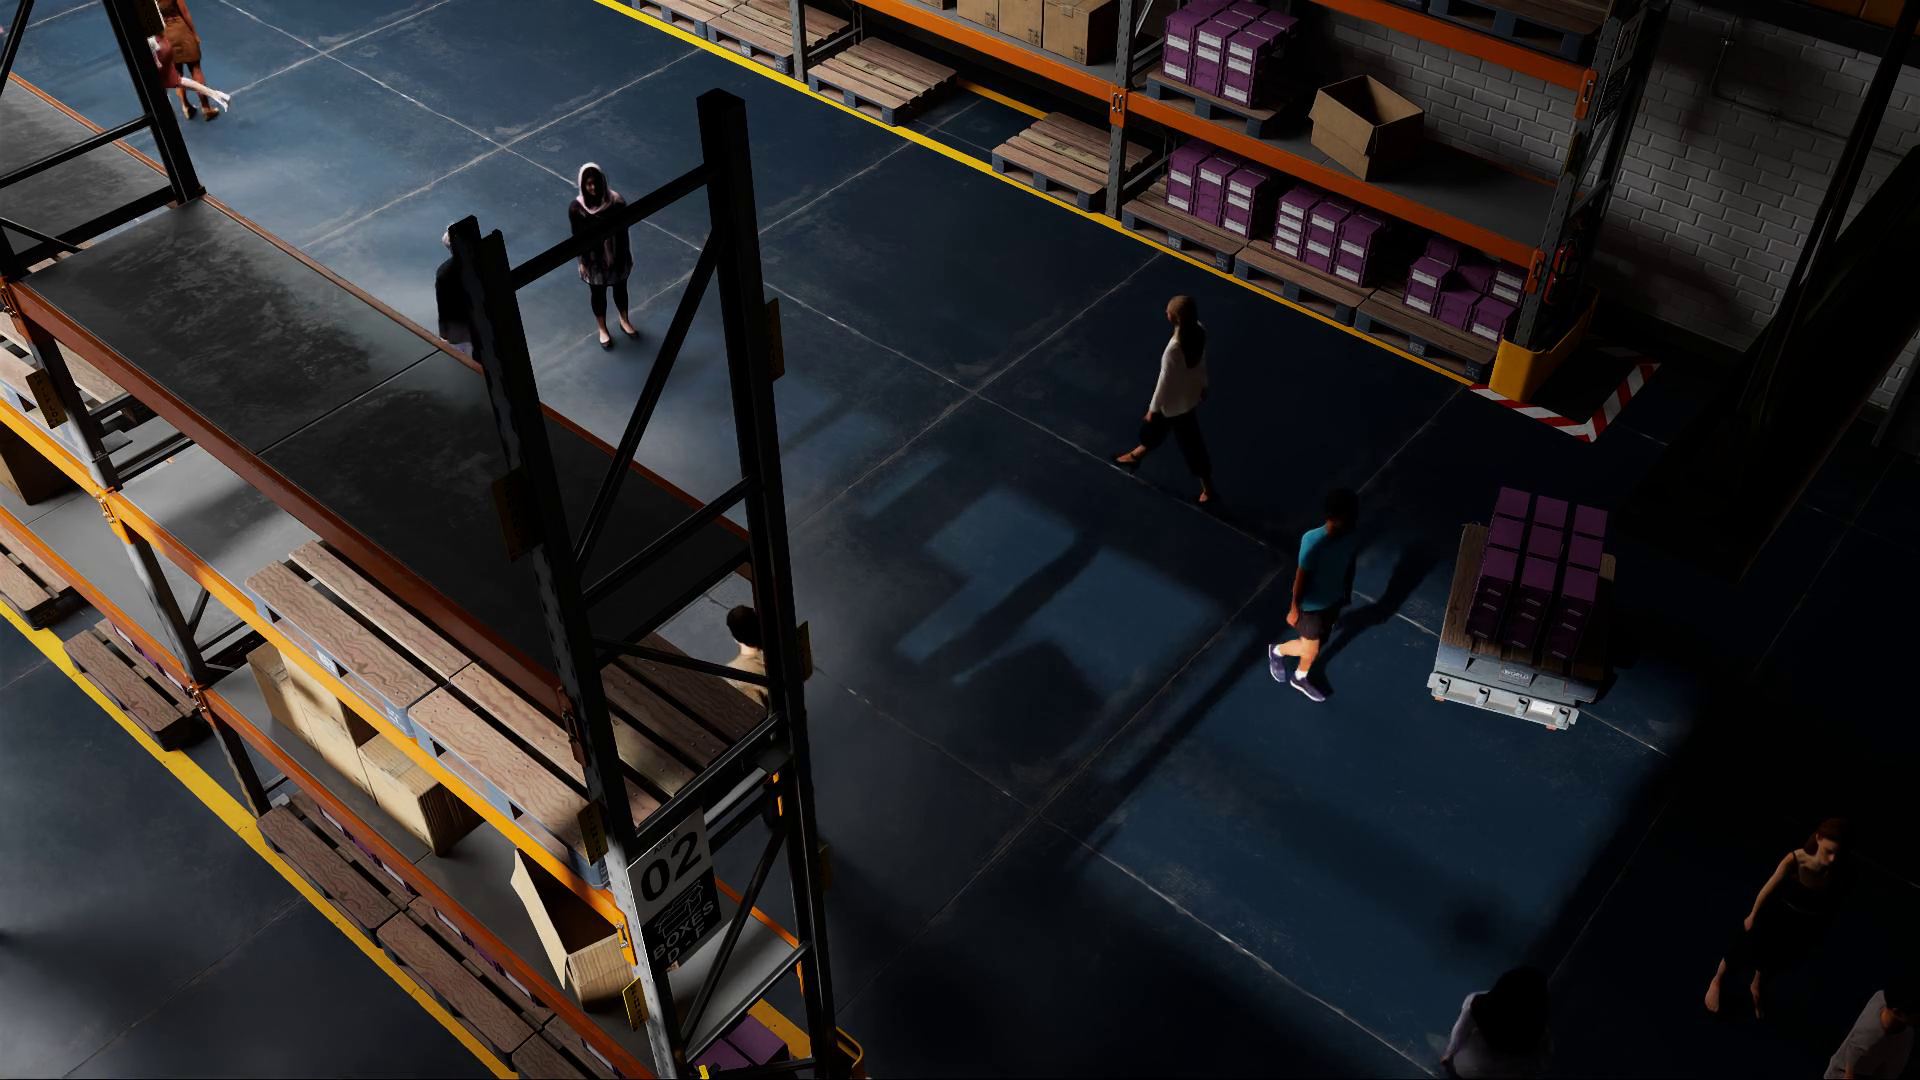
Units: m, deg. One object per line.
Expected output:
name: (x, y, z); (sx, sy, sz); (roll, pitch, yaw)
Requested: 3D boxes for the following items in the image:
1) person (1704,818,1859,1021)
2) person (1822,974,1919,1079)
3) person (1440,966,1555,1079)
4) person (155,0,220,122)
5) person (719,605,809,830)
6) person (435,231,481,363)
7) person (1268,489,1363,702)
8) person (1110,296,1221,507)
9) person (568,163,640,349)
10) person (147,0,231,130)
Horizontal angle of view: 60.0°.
person: (4.463, 2.035, 8.951); (0.635, 1.624, 0.726); (8, 44, 8)
person: (4.411, 2.663, 8.220); (0.522, 1.724, 0.604); (32, 52, 29)
person: (2.552, 2.697, 8.187); (0.828, 1.721, 0.667); (32, 52, 29)
person: (-7.633, -4.904, 16.192); (0.606, 1.683, 0.701); (5, 44, 5)
person: (-1.075, 1.126, 9.753); (0.726, 1.834, 0.703); (-33, 53, -30)
person: (-3.893, -1.644, 12.786); (0.984, 1.753, 0.848); (23, 48, 22)
person: (2.231, 0.319, 10.652); (0.732, 1.763, 0.785); (-24, 48, -23)
person: (1.651, -0.912, 11.921); (1.202, 1.795, 0.752); (23, 48, 23)
person: (-2.899, -2.334, 13.527); (0.714, 1.638, 0.732); (-22, 48, -21)
person: (-7.551, -4.625, 15.867); (0.991, 1.728, 1.017); (-11, 45, -12)
